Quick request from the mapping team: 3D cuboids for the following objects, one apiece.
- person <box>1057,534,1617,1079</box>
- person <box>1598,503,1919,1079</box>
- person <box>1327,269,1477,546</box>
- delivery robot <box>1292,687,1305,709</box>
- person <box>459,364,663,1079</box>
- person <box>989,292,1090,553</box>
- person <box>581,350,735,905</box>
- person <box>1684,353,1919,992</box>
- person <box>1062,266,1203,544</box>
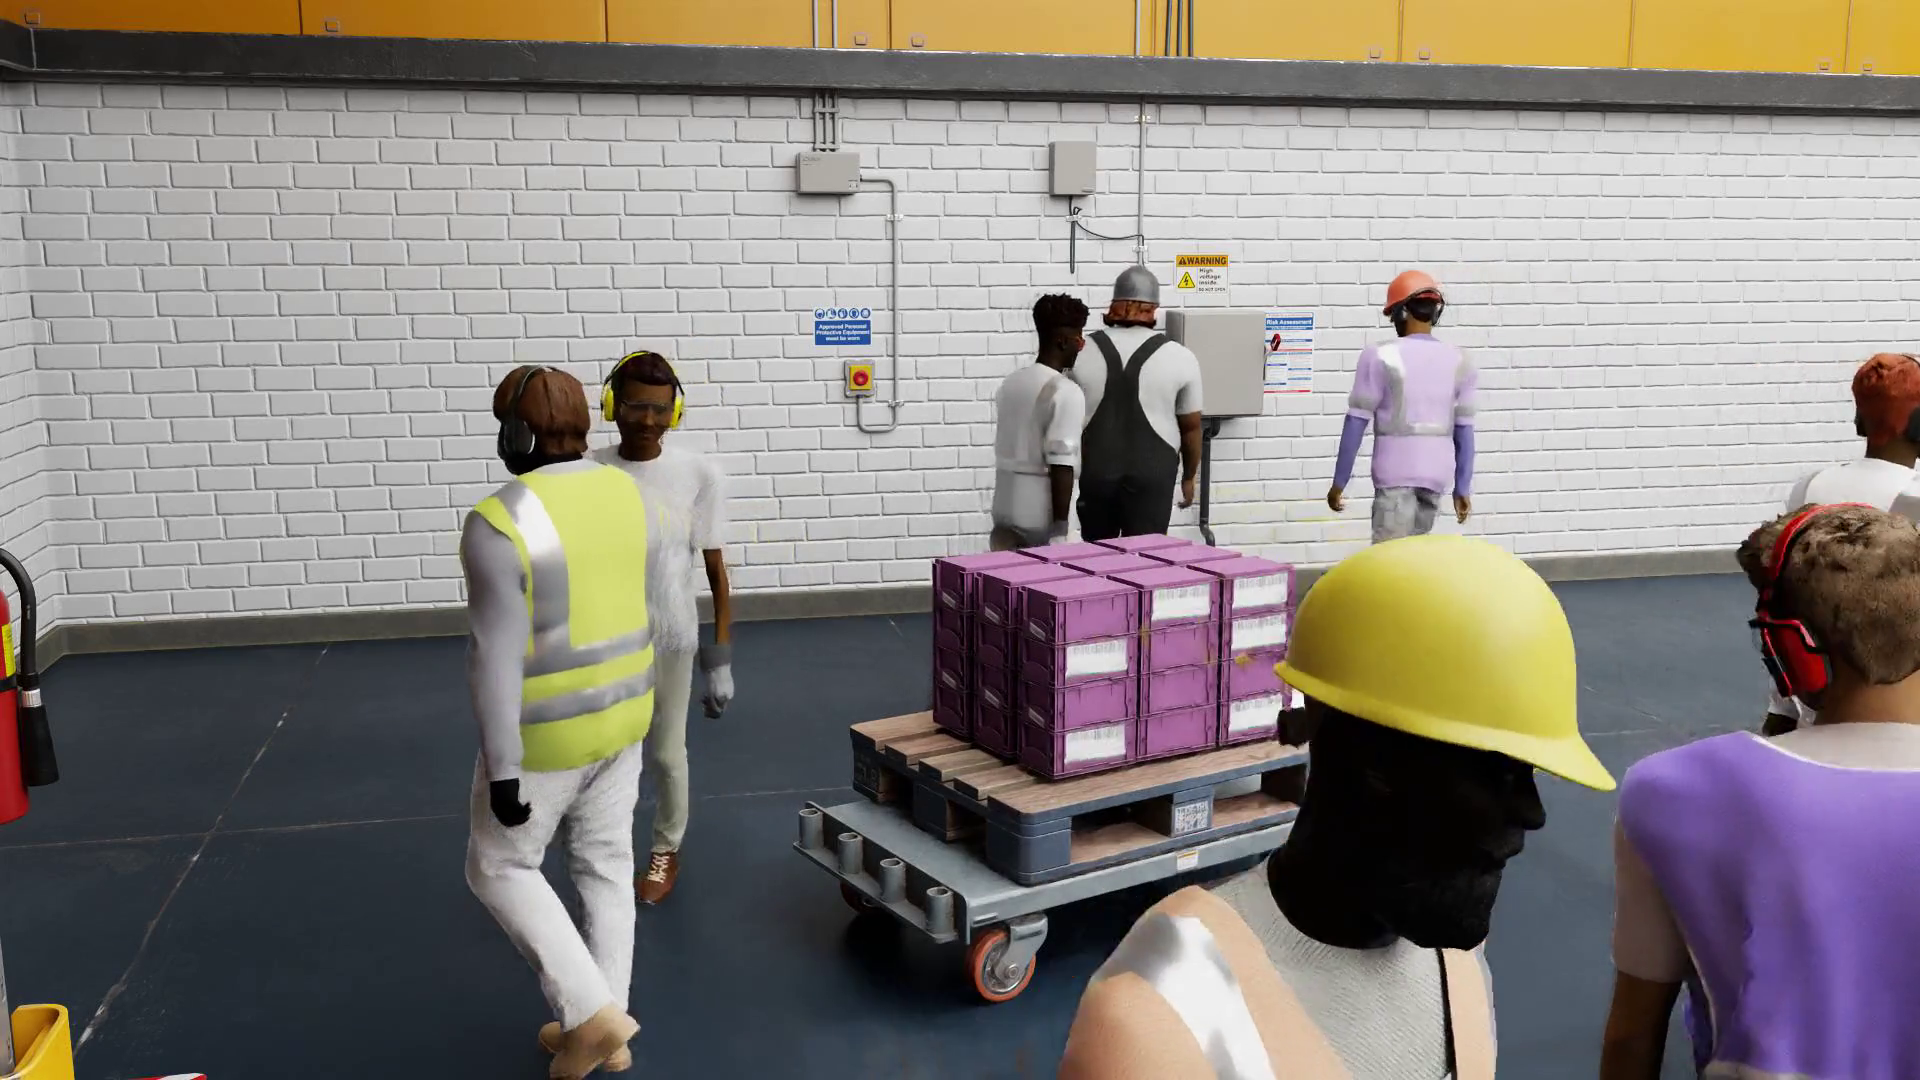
[{"bbox_3d":[0.353,0.935,1.514,0.625,1.861,0.995,-8,13,-38],"label":"person"},{"bbox_3d":[1.097,0.870,2.069,0.590,1.809,0.458,5,11,25],"label":"person"},{"bbox_3d":[2.189,-0.285,7.972,0.685,2.000,0.958,-3,11,-16],"label":"person"},{"bbox_3d":[1.212,0.712,6.143,0.707,0.478,0.477,-5,11,-27],"label":"delivery robot"},{"bbox_3d":[-0.993,0.480,4.159,0.431,1.831,0.637,7,12,33],"label":"person"},{"bbox_3d":[0.285,-0.101,7.173,0.875,1.920,0.605,-7,12,-34],"label":"person"},{"bbox_3d":[-0.948,0.335,5.027,0.541,1.809,1.011,0,10,-3],"label":"person"},{"bbox_3d":[2.303,0.439,4.329,0.859,1.854,0.573,-2,10,-10],"label":"person"},{"bbox_3d":[0.828,-0.350,8.172,0.721,2.000,0.817,2,11,13],"label":"person"}]
